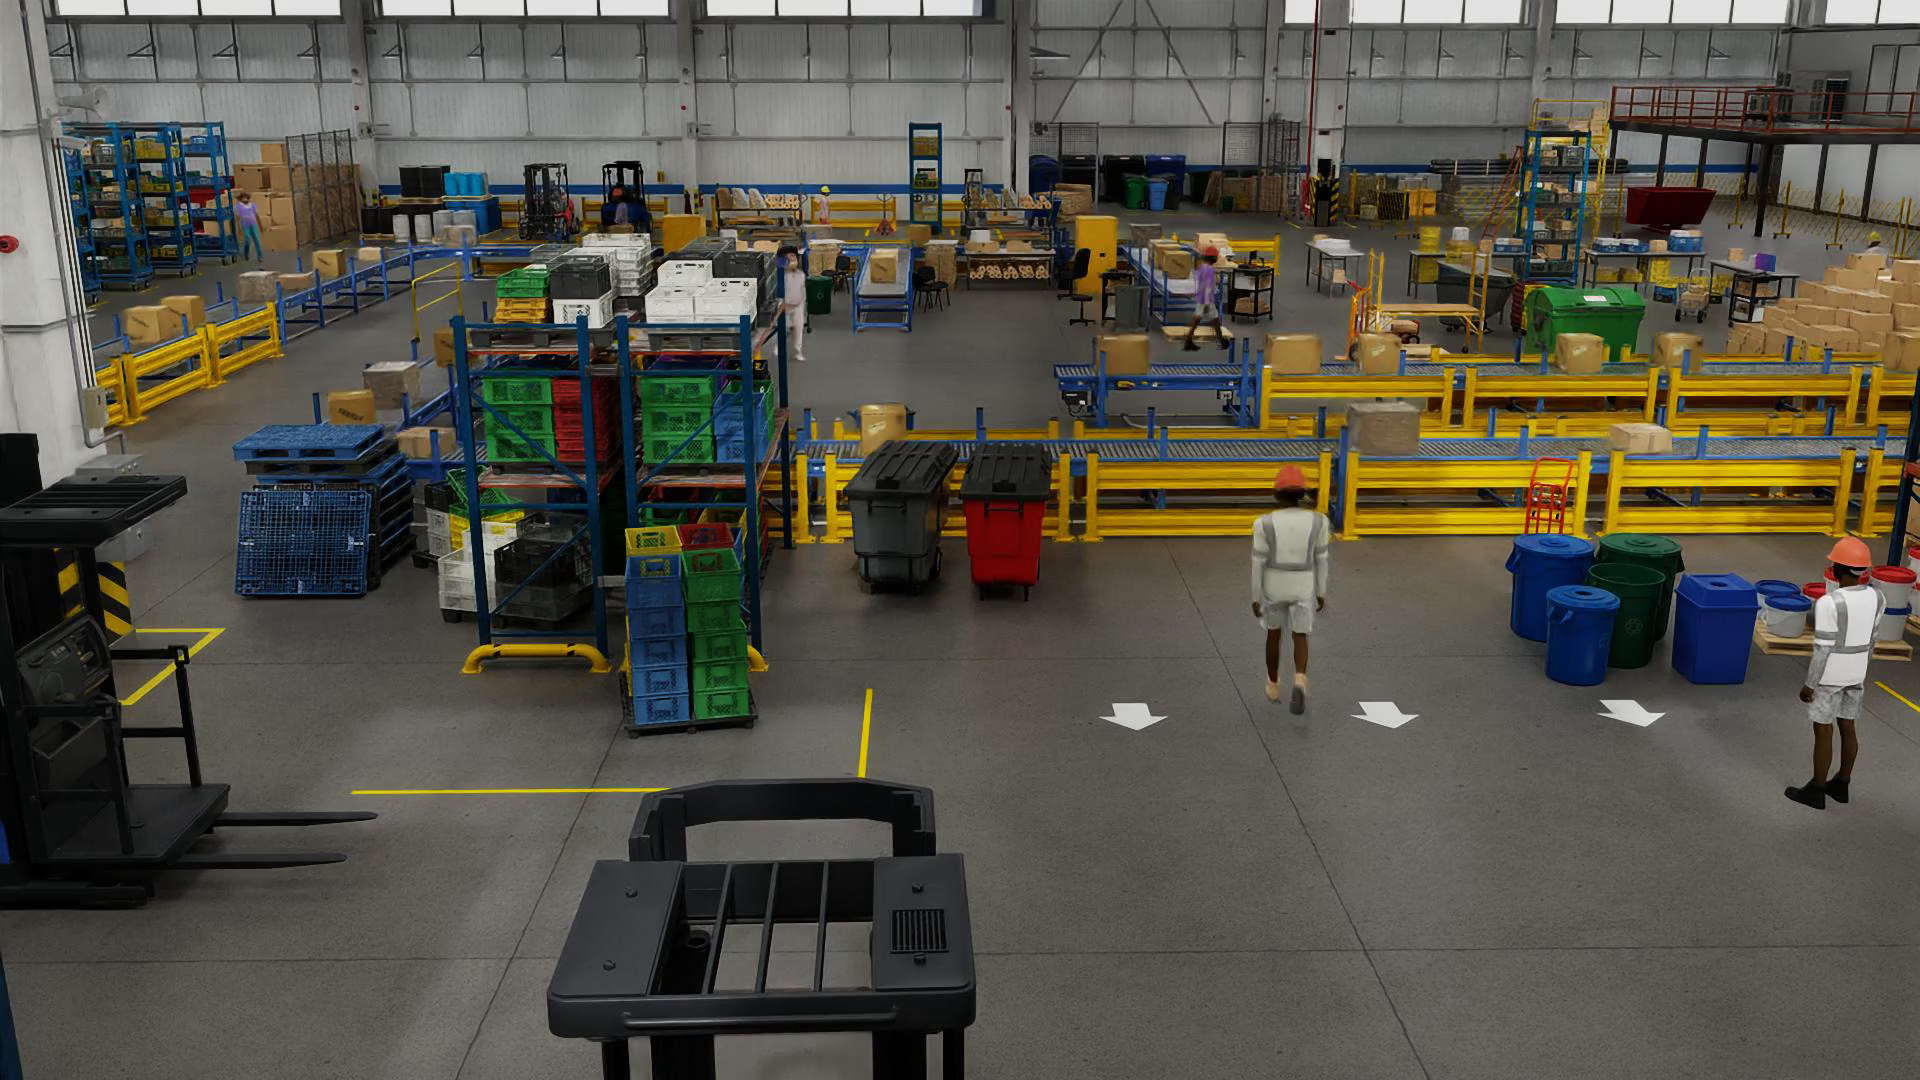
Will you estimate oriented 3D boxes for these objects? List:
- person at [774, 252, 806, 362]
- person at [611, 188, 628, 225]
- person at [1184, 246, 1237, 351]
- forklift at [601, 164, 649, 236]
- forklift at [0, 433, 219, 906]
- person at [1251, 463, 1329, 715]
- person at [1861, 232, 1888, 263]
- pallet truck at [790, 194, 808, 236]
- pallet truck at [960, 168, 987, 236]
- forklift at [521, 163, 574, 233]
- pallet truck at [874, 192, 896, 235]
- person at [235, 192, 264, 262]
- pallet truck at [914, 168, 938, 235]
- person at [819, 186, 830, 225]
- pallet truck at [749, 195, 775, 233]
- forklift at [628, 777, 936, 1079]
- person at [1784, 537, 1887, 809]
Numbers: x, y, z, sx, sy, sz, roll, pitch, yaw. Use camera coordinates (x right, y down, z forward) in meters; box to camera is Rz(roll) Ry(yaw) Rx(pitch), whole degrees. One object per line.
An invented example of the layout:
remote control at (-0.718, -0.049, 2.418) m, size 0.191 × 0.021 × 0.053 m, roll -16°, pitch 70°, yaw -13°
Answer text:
person at (-2.968, -4.074, 28.995) m, size 0.645 × 1.888 × 0.638 m, roll -10°, pitch 19°, yaw -32°
person at (-8.540, -7.765, 41.577) m, size 0.524 × 2.029 × 0.635 m, roll -2°, pitch 16°, yaw -8°
person at (4.495, -4.342, 29.940) m, size 0.979 × 1.881 × 0.567 m, roll -3°, pitch 16°, yaw -11°
forklift at (-9.948, -10.127, 49.296) m, size 1.157 × 1.987 × 2.680 m, roll -1°, pitch 16°, yaw -3°
forklift at (-5.952, 0.780, 10.366) m, size 1.873 × 2.768 × 1.129 m, roll 0°, pitch 16°, yaw -1°
person at (2.605, 0.402, 13.204) m, size 0.619 × 2.028 × 0.764 m, roll 1°, pitch 16°, yaw 3°
person at (18.164, -5.227, 33.158) m, size 0.599 × 1.810 × 0.779 m, roll -3°, pitch 16°, yaw -11°
pallet truck at (-4.814, -9.883, 50.259) m, size 0.704 × 1.261 × 1.522 m, roll -1°, pitch 16°, yaw -3°
pallet truck at (0.383, -10.230, 50.206) m, size 0.823 × 1.965 × 1.885 m, roll -1°, pitch 16°, yaw -3°
forklift at (-12.233, -10.122, 49.298) m, size 1.157 × 1.987 × 2.680 m, roll 0°, pitch 16°, yaw -1°
pallet truck at (-2.277, -9.986, 50.594) m, size 0.653 × 1.274 × 1.630 m, roll 0°, pitch 16°, yaw -1°
person at (-18.533, -8.165, 43.362) m, size 0.650 × 1.813 × 0.577 m, roll -15°, pitch 22°, yaw -41°
pallet truck at (-0.989, -10.316, 50.507) m, size 0.823 × 1.965 × 1.885 m, roll 1°, pitch 16°, yaw 3°
person at (-3.711, -8.864, 45.872) m, size 0.310 × 1.768 × 0.533 m, roll -6°, pitch 17°, yaw -21°
pallet truck at (-6.051, -9.967, 50.660) m, size 0.680 × 1.201 × 1.601 m, roll 0°, pitch 16°, yaw -1°
forklift at (-0.542, 2.165, 5.552) m, size 1.129 × 2.768 × 1.873 m, roll -1°, pitch 16°, yaw -2°
person at (6.075, 0.922, 11.548) m, size 0.543 × 1.939 × 0.370 m, roll -6°, pitch 17°, yaw -19°
